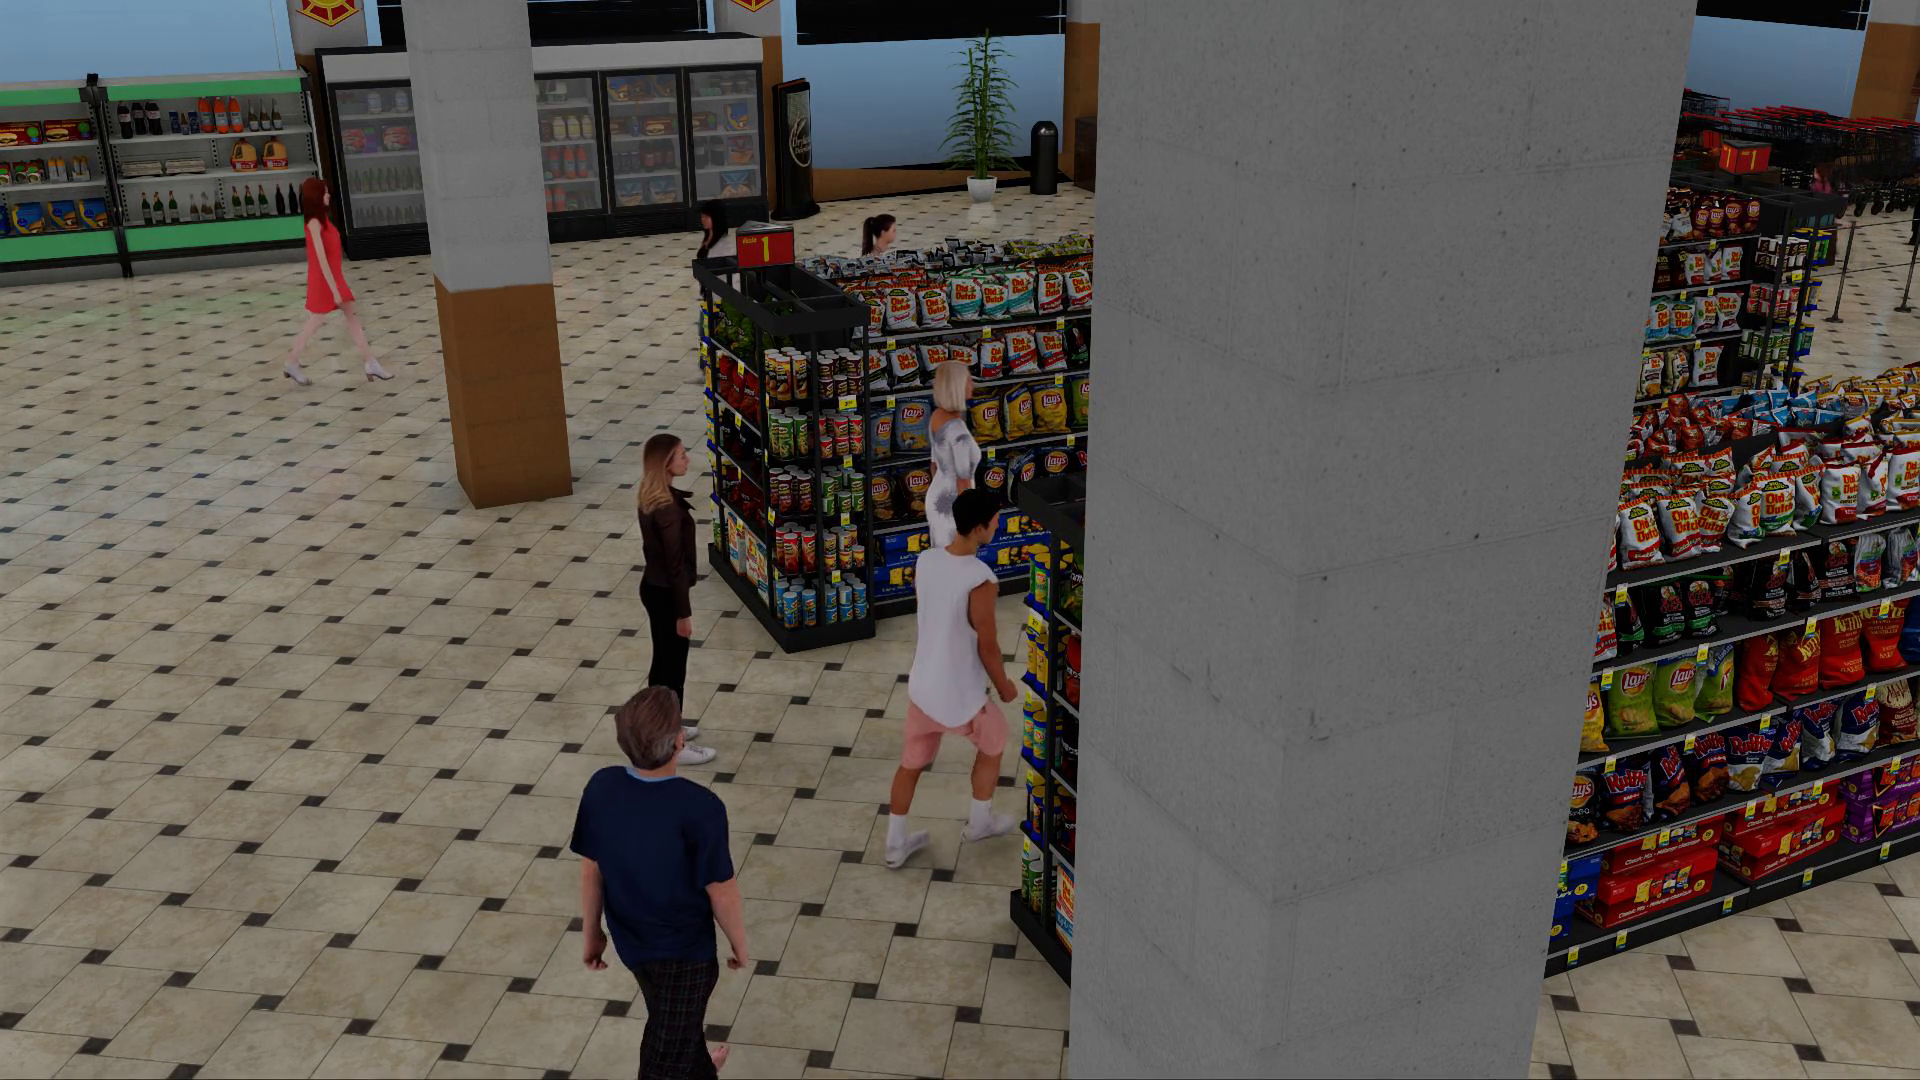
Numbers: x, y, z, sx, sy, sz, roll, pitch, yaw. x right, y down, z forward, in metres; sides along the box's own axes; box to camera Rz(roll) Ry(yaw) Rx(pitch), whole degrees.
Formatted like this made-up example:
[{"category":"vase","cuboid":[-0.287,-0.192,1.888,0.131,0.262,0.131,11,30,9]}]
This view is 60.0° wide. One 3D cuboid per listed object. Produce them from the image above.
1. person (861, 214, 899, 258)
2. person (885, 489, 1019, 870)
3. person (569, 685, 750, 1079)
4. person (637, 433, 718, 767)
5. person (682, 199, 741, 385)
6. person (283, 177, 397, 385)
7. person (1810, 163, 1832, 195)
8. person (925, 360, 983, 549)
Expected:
[{"category":"person","cuboid":[-0.715,-1.902,13.818,0.933,1.595,0.802,3,22,8]},{"category":"person","cuboid":[-0.089,0.675,7.222,0.793,1.730,0.966,20,29,40]},{"category":"person","cuboid":[-0.996,1.373,5.340,1.067,1.839,1.141,9,23,20]},{"category":"person","cuboid":[-1.449,0.288,8.222,0.497,1.703,0.598,-9,24,-21]},{"category":"person","cuboid":[-2.018,-2.126,14.334,0.814,1.626,0.742,-16,27,-35]},{"category":"person","cuboid":[-5.492,-2.140,14.163,1.215,1.780,0.837,-4,22,-9]},{"category":"person","cuboid":[10.138,-3.920,19.616,0.418,1.017,0.484,-8,23,-20]},{"category":"person","cuboid":[-0.051,-0.154,9.258,0.507,1.750,0.559,-9,24,-21]}]
